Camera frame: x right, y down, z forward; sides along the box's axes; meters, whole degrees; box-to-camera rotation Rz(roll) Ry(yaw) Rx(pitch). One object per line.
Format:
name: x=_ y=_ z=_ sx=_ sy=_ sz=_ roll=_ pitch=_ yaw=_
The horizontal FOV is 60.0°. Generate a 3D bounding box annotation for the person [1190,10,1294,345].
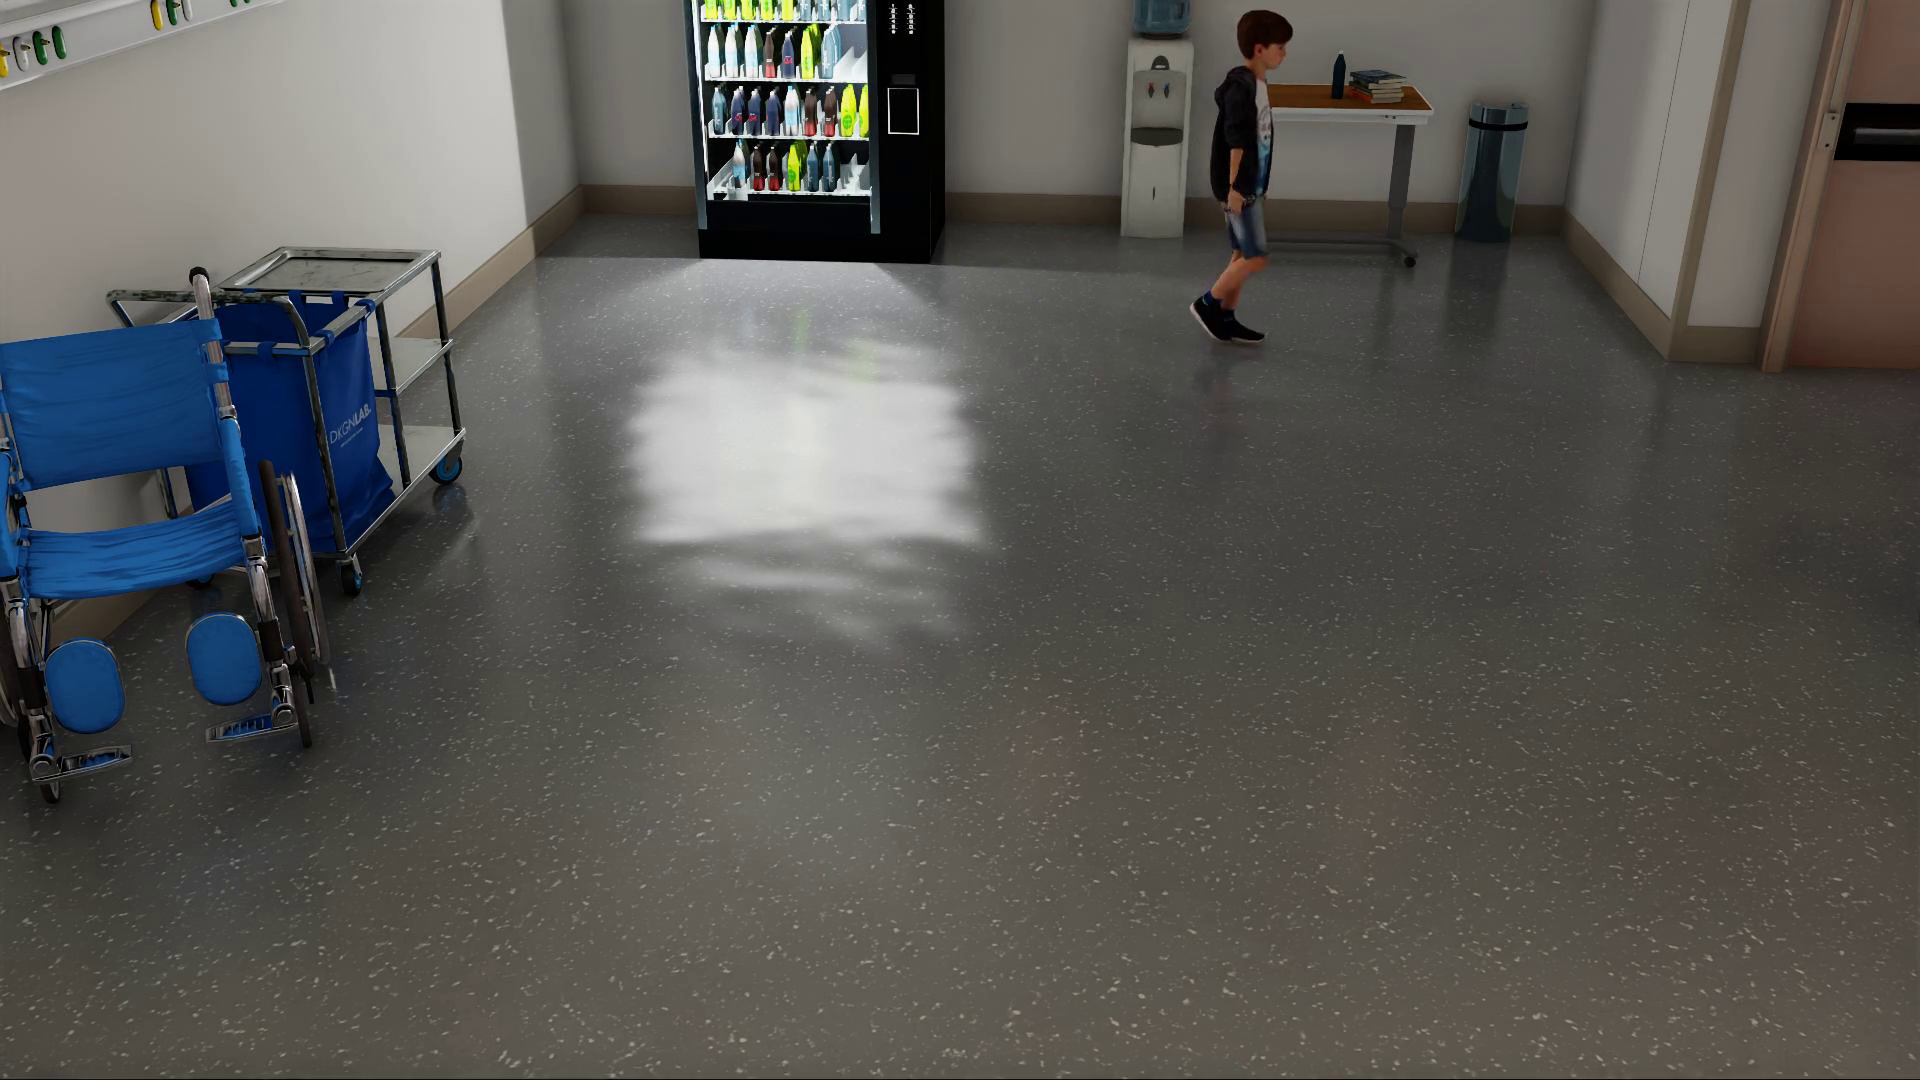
person: x=1.169 y=-1.547 z=7.211 sx=0.650 sy=1.439 sz=0.622 roll=11 pitch=28 yaw=21
